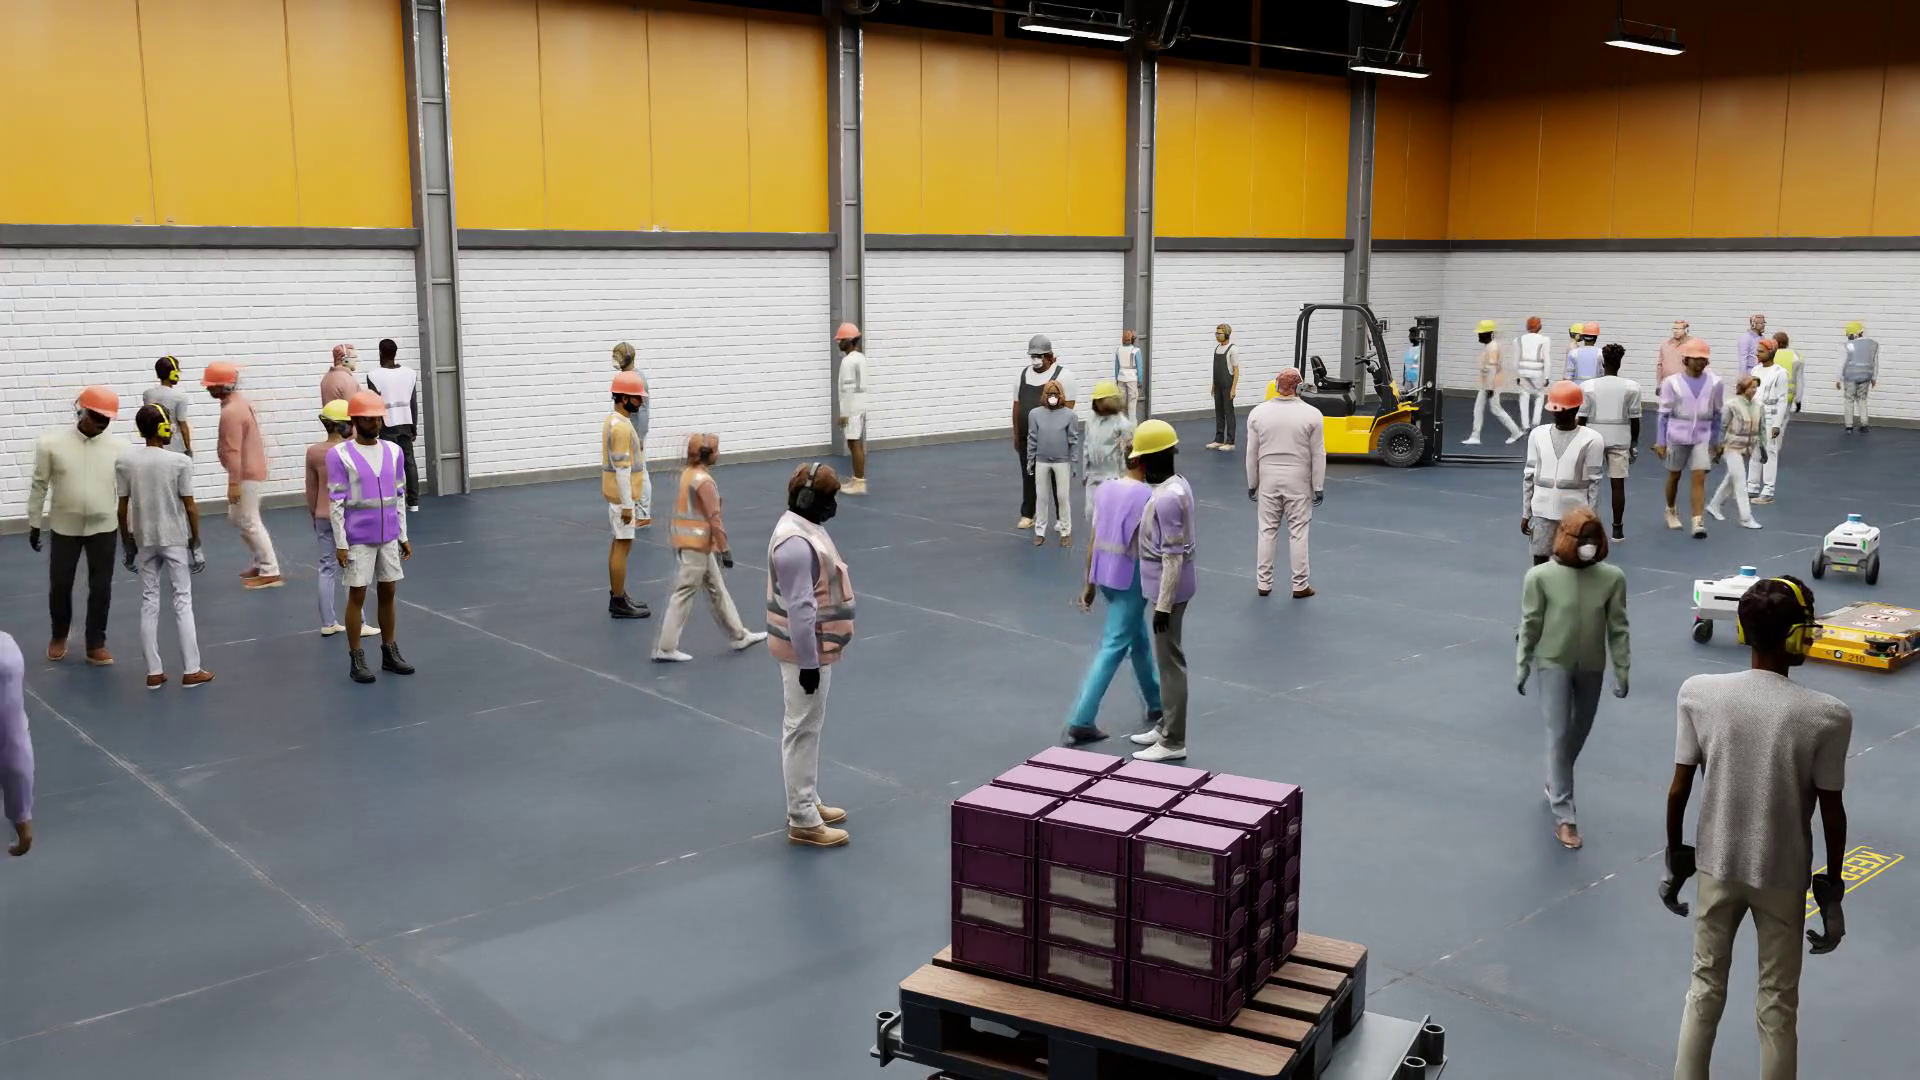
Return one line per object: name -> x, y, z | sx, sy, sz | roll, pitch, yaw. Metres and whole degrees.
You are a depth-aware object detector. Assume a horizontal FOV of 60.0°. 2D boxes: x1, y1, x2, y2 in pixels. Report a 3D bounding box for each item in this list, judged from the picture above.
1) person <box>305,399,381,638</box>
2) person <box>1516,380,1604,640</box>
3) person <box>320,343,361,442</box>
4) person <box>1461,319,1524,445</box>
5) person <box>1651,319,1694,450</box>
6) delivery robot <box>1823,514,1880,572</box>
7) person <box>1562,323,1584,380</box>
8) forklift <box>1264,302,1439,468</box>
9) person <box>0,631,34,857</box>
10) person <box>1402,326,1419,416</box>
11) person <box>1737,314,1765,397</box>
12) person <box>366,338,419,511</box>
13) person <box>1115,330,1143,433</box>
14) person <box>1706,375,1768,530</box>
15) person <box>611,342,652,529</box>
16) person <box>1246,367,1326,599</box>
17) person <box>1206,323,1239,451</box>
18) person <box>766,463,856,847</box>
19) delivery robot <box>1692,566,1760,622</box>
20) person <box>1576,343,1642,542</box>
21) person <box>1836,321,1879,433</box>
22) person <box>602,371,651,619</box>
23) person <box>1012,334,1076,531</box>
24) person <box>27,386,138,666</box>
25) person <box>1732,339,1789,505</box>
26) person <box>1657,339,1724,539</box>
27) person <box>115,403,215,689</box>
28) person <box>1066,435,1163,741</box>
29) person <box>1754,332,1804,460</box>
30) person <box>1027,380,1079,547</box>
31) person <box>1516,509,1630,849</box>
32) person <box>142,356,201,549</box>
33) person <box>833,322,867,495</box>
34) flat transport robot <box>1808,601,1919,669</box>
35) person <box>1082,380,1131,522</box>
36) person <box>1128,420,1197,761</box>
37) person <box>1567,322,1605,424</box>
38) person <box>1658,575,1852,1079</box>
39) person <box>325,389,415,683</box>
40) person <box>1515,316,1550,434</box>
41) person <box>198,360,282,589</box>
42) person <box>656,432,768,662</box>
person -> -4.568, -0.153, 12.292 | 0.528, 1.765, 0.327 | 4, 10, 20
person -> 4.331, -0.191, 12.032 | 0.542, 1.929, 0.374 | 6, 12, 33
person -> -6.391, -1.092, 17.371 | 0.399, 1.908, 0.642 | -9, 13, -43
person -> 7.976, -2.344, 24.766 | 0.849, 1.893, 0.586 | 0, 10, -1
person -> 10.350, -2.228, 24.020 | 0.400, 1.910, 0.643 | -8, 13, -40
delivery robot -> 7.805, 0.018, 14.548 | 0.477, 0.478, 0.707 | 7, 12, 36
person -> 9.645, -2.521, 26.172 | 0.328, 1.761, 0.523 | 3, 10, 17
forklift -> 5.320, -2.157, 22.763 | 2.313, 2.155, 1.214 | 3, 10, 16
person -> -3.439, 0.936, 5.531 | 0.659, 1.895, 0.474 | -4, 10, -20
person -> 7.288, -2.574, 26.652 | 0.318, 1.697, 0.540 | -5, 11, -26
person -> 12.438, -2.580, 26.077 | 0.636, 1.911, 0.406 | -8, 12, -37
person -> -6.185, -1.237, 18.183 | 0.397, 1.919, 0.590 | 7, 12, 37
person -> 2.692, -2.527, 26.553 | 0.522, 1.639, 0.305 | 9, 13, 42
person -> 8.147, -0.947, 17.431 | 0.516, 1.593, 0.873 | -4, 10, -20
person -> -3.406, -1.078, 17.199 | 0.355, 1.936, 0.635 | -6, 11, -32
person -> 2.696, -0.471, 13.737 | 0.651, 1.906, 0.404 | 4, 11, 23
person -> 3.825, -2.211, 24.103 | 0.326, 1.843, 0.517 | -5, 11, -29
person -> -0.714, 0.540, 8.029 | 0.429, 1.837, 0.621 | -1, 10, -3
delivery robot -> 5.721, 0.435, 12.106 | 0.707, 0.478, 0.477 | 4, 11, 24
person -> 6.376, -0.952, 16.394 | 0.609, 1.960, 0.364 | 3, 10, 17
person -> 14.255, -2.577, 26.447 | 0.640, 1.782, 0.452 | 0, 10, 3
person -> -2.589, -0.350, 12.969 | 0.382, 1.929, 0.538 | -3, 10, -16
person -> 0.830, -1.106, 17.061 | 0.693, 2.000, 0.537 | 4, 11, 23
person -> -6.002, -0.094, 11.422 | 0.670, 1.944, 0.705 | -7, 12, -36
person -> 9.136, -1.347, 18.933 | 0.347, 1.882, 0.584 | -2, 10, -12
person -> 7.361, -1.032, 16.779 | 0.628, 1.987, 1.080 | 2, 10, 10
person -> -5.202, 0.044, 10.845 | 0.514, 1.865, 0.327 | -1, 10, -4
person -> 0.991, 0.269, 9.767 | 0.998, 1.788, 0.570 | -6, 11, -32
person -> 11.140, -1.939, 22.695 | 0.628, 1.794, 0.963 | 3, 10, 15
person -> 0.899, -0.738, 16.133 | 0.505, 1.629, 0.280 | 2, 10, 14
person -> 3.016, 0.634, 8.177 | 0.517, 1.599, 0.773 | 0, 10, -2
person -> -7.565, -0.824, 15.941 | 0.499, 1.867, 0.328 | 3, 10, 16
person -> -1.303, -1.550, 19.663 | 0.393, 2.039, 0.615 | 2, 10, 10
flat transport robot -> 6.552, 0.662, 11.882 | 1.431, 0.197, 0.652 | -9, 13, -42
person -> 1.355, -0.594, 14.959 | 0.486, 1.720, 0.569 | 9, 13, 41
person -> 1.124, 0.283, 9.294 | 0.394, 1.916, 0.588 | 1, 10, 8
person -> 8.406, -1.949, 22.301 | 0.542, 1.938, 0.357 | 5, 11, 25
person -> 2.409, 1.032, 5.060 | 0.535, 1.865, 0.312 | 8, 13, 39
person -> -3.909, -0.033, 11.067 | 0.349, 1.942, 0.545 | 8, 13, 39
person -> 9.105, -2.622, 26.423 | 0.591, 1.863, 0.592 | 8, 12, 37
person -> -6.061, -0.542, 14.017 | 0.566, 1.960, 0.639 | -4, 10, -21
person -> -1.751, 0.051, 11.572 | 0.853, 1.589, 0.538 | -4, 10, -20
